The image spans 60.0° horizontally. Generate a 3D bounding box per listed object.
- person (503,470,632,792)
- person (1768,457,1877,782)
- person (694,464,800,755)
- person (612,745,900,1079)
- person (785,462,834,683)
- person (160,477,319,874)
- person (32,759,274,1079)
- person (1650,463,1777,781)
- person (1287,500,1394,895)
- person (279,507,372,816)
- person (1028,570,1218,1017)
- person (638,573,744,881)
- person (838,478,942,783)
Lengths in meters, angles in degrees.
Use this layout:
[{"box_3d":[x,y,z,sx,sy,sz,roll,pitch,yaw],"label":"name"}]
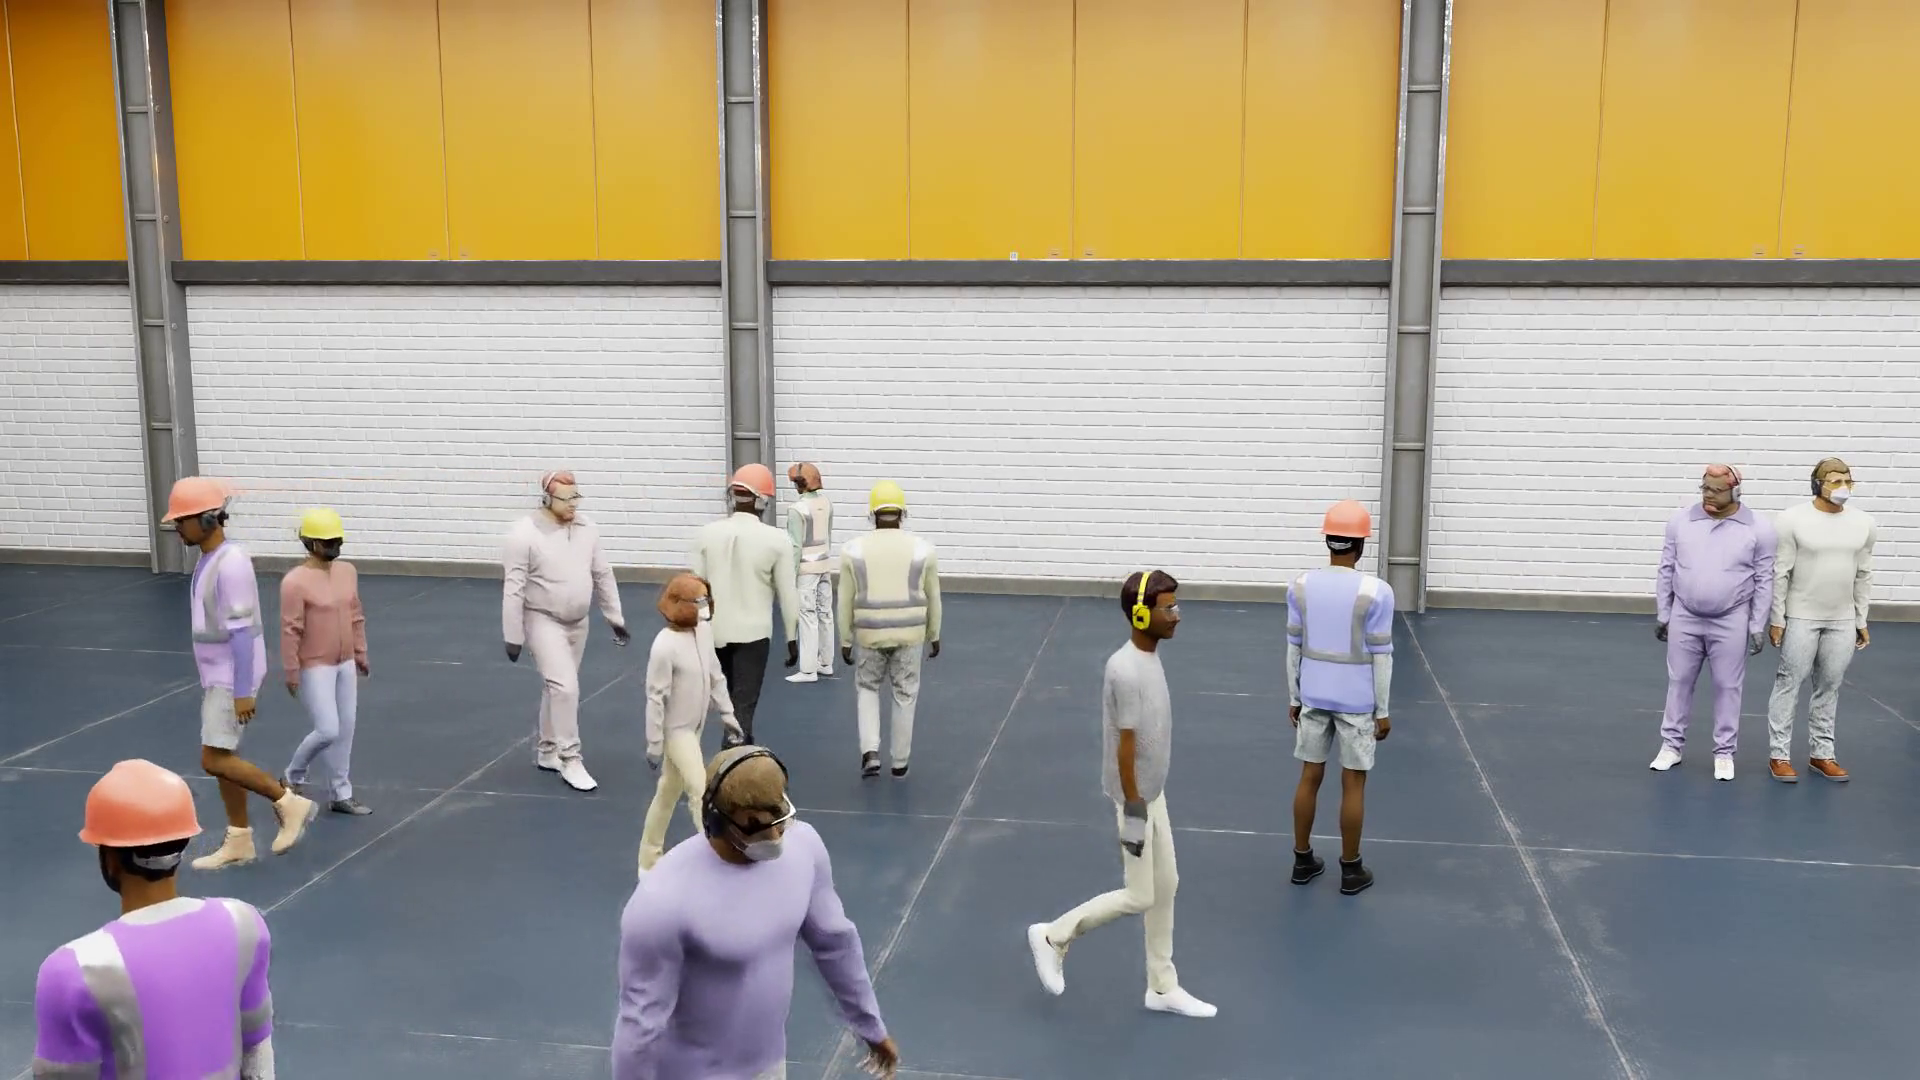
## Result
[{"box_3d":[-2.299,0.518,9.793,0.768,1.869,0.675,6,11,31],"label":"person"},{"box_3d":[5.102,0.475,9.880,0.631,1.940,0.372,0,9,-3],"label":"person"},{"box_3d":[-1.247,0.535,9.566,0.613,1.933,0.974,4,10,21],"label":"person"},{"box_3d":[-0.510,1.404,4.332,0.881,1.872,0.782,5,11,30],"label":"person"},{"box_3d":[-1.106,0.238,12.264,0.309,1.640,0.513,5,10,28],"label":"person"},{"box_3d":[-3.663,0.680,8.369,0.547,2.019,0.631,-7,11,-36],"label":"person"},{"box_3d":[-1.810,1.465,3.874,0.783,1.914,0.555,5,10,28],"label":"person"},{"box_3d":[4.485,0.482,9.954,0.636,1.903,0.404,6,11,34],"label":"person"},{"box_3d":[1.861,0.764,8.149,0.540,1.930,0.386,7,12,38],"label":"person"},{"box_3d":[-3.495,0.684,9.173,0.404,1.757,0.527,3,10,20],"label":"person"},{"box_3d":[0.678,1.028,6.736,0.699,1.855,0.524,4,10,21],"label":"person"},{"box_3d":[-1.240,0.947,8.053,0.844,1.589,0.506,2,9,14],"label":"person"},{"box_3d":[-0.407,0.547,9.792,0.614,1.821,0.404,0,9,0],"label":"person"}]
